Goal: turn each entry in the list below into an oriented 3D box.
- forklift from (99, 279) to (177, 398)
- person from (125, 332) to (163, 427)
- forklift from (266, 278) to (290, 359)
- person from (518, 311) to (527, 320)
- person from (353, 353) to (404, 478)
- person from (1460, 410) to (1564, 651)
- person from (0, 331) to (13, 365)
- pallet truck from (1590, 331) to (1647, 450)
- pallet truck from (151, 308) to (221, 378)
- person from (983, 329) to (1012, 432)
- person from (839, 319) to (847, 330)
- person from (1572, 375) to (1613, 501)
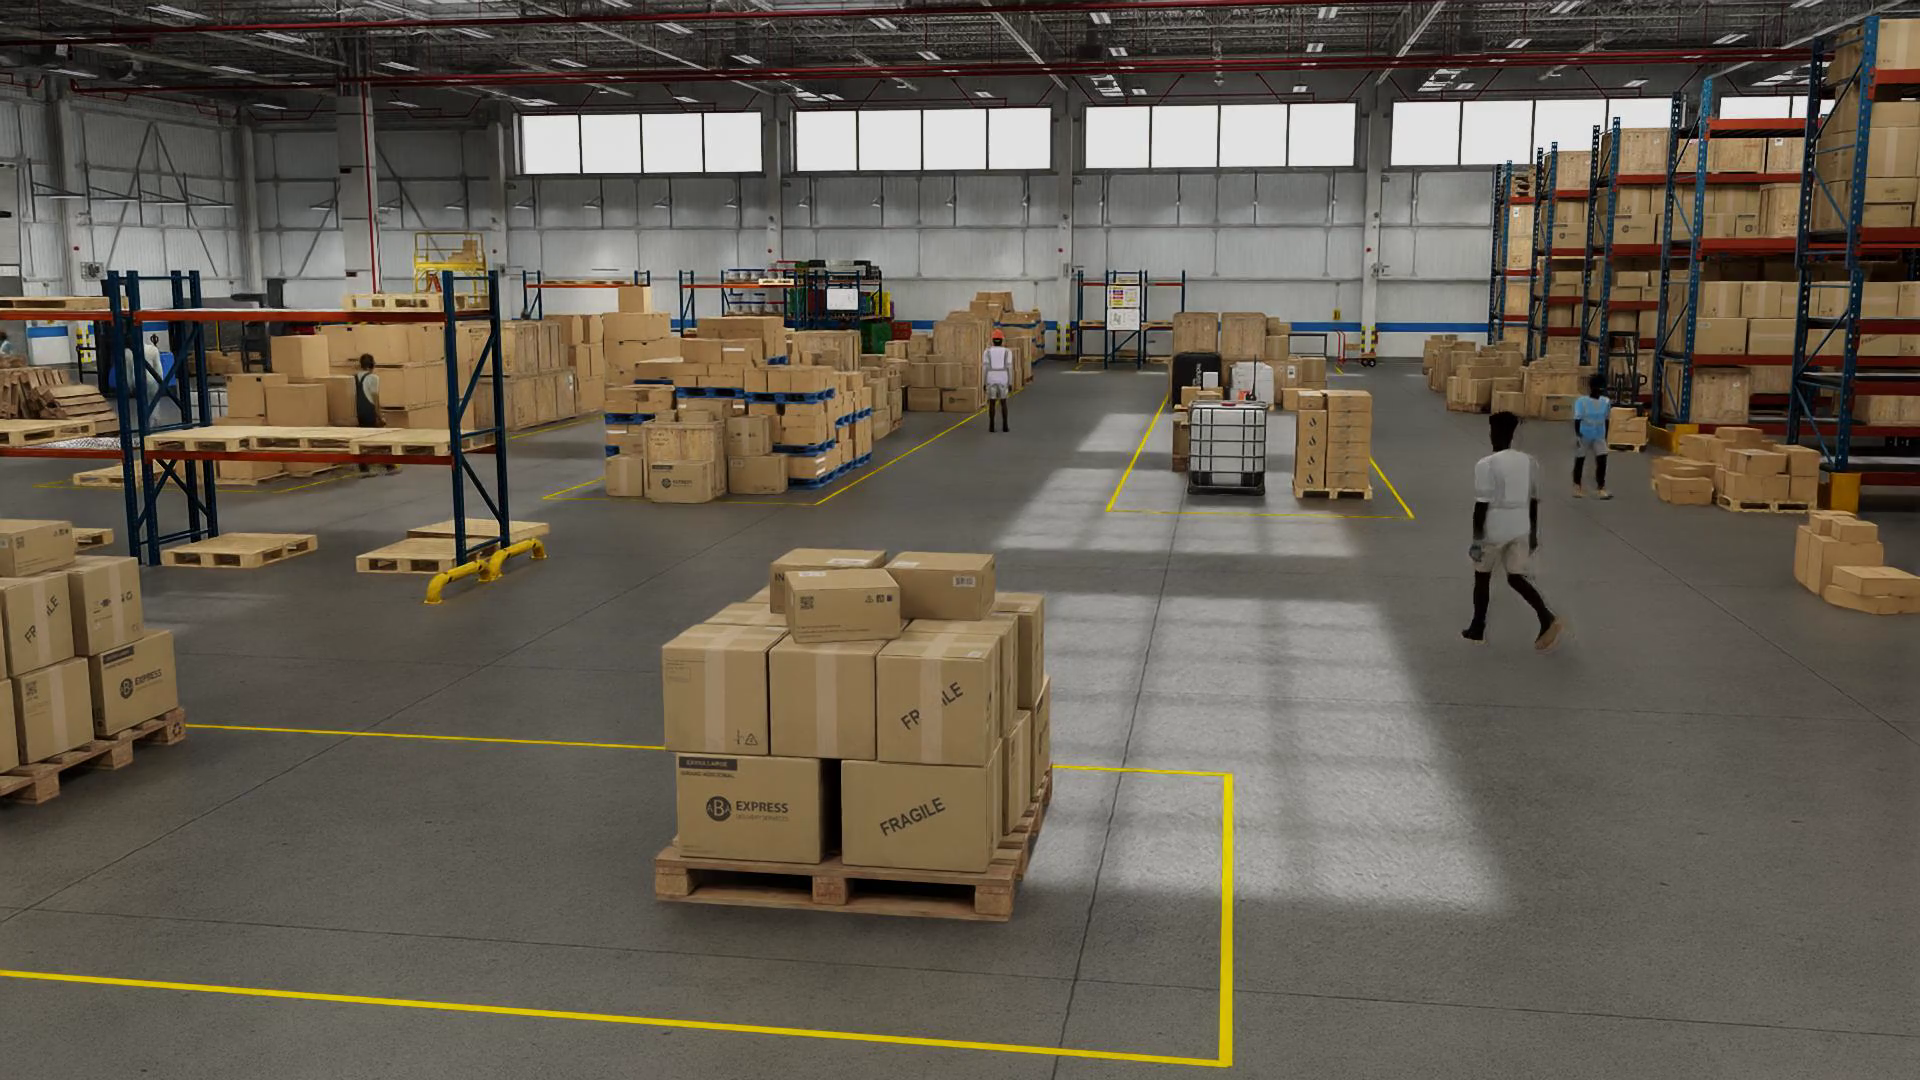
[{"bbox_3d":[-19.606,-4.720,39.027,1.873,2.768,1.129,1,9,9],"label":"forklift"},{"bbox_3d":[-15.289,-2.956,31.151,0.665,1.901,0.784,-5,10,-28],"label":"person"},{"bbox_3d":[-17.637,-5.370,43.033,1.873,2.768,1.129,-3,10,-17],"label":"forklift"},{"bbox_3d":[-12.273,-5.538,47.077,0.536,1.904,0.668,-2,9,-14],"label":"person"},{"bbox_3d":[-8.591,-1.832,24.445,0.544,1.823,0.744,5,10,28],"label":"person"},{"bbox_3d":[4.402,-0.066,13.283,0.652,1.927,0.840,-4,10,-22],"label":"person"},{"bbox_3d":[-22.659,-4.131,39.345,0.516,1.597,0.829,5,11,30],"label":"person"},{"bbox_3d":[11.253,-2.573,28.499,0.823,1.965,1.885,5,10,27],"label":"pallet truck"},{"bbox_3d":[-21.869,-5.598,47.154,0.823,1.965,1.885,4,10,26],"label":"pallet truck"},{"bbox_3d":[0.709,-2.992,31.268,0.551,1.934,0.373,0,9,0],"label":"person"},{"bbox_3d":[-2.873,-4.448,40.487,0.703,1.854,0.991,1,9,6],"label":"person"},{"bbox_3d":[8.356,-1.337,21.913,0.561,1.652,0.847,-1,9,-4],"label":"person"}]
